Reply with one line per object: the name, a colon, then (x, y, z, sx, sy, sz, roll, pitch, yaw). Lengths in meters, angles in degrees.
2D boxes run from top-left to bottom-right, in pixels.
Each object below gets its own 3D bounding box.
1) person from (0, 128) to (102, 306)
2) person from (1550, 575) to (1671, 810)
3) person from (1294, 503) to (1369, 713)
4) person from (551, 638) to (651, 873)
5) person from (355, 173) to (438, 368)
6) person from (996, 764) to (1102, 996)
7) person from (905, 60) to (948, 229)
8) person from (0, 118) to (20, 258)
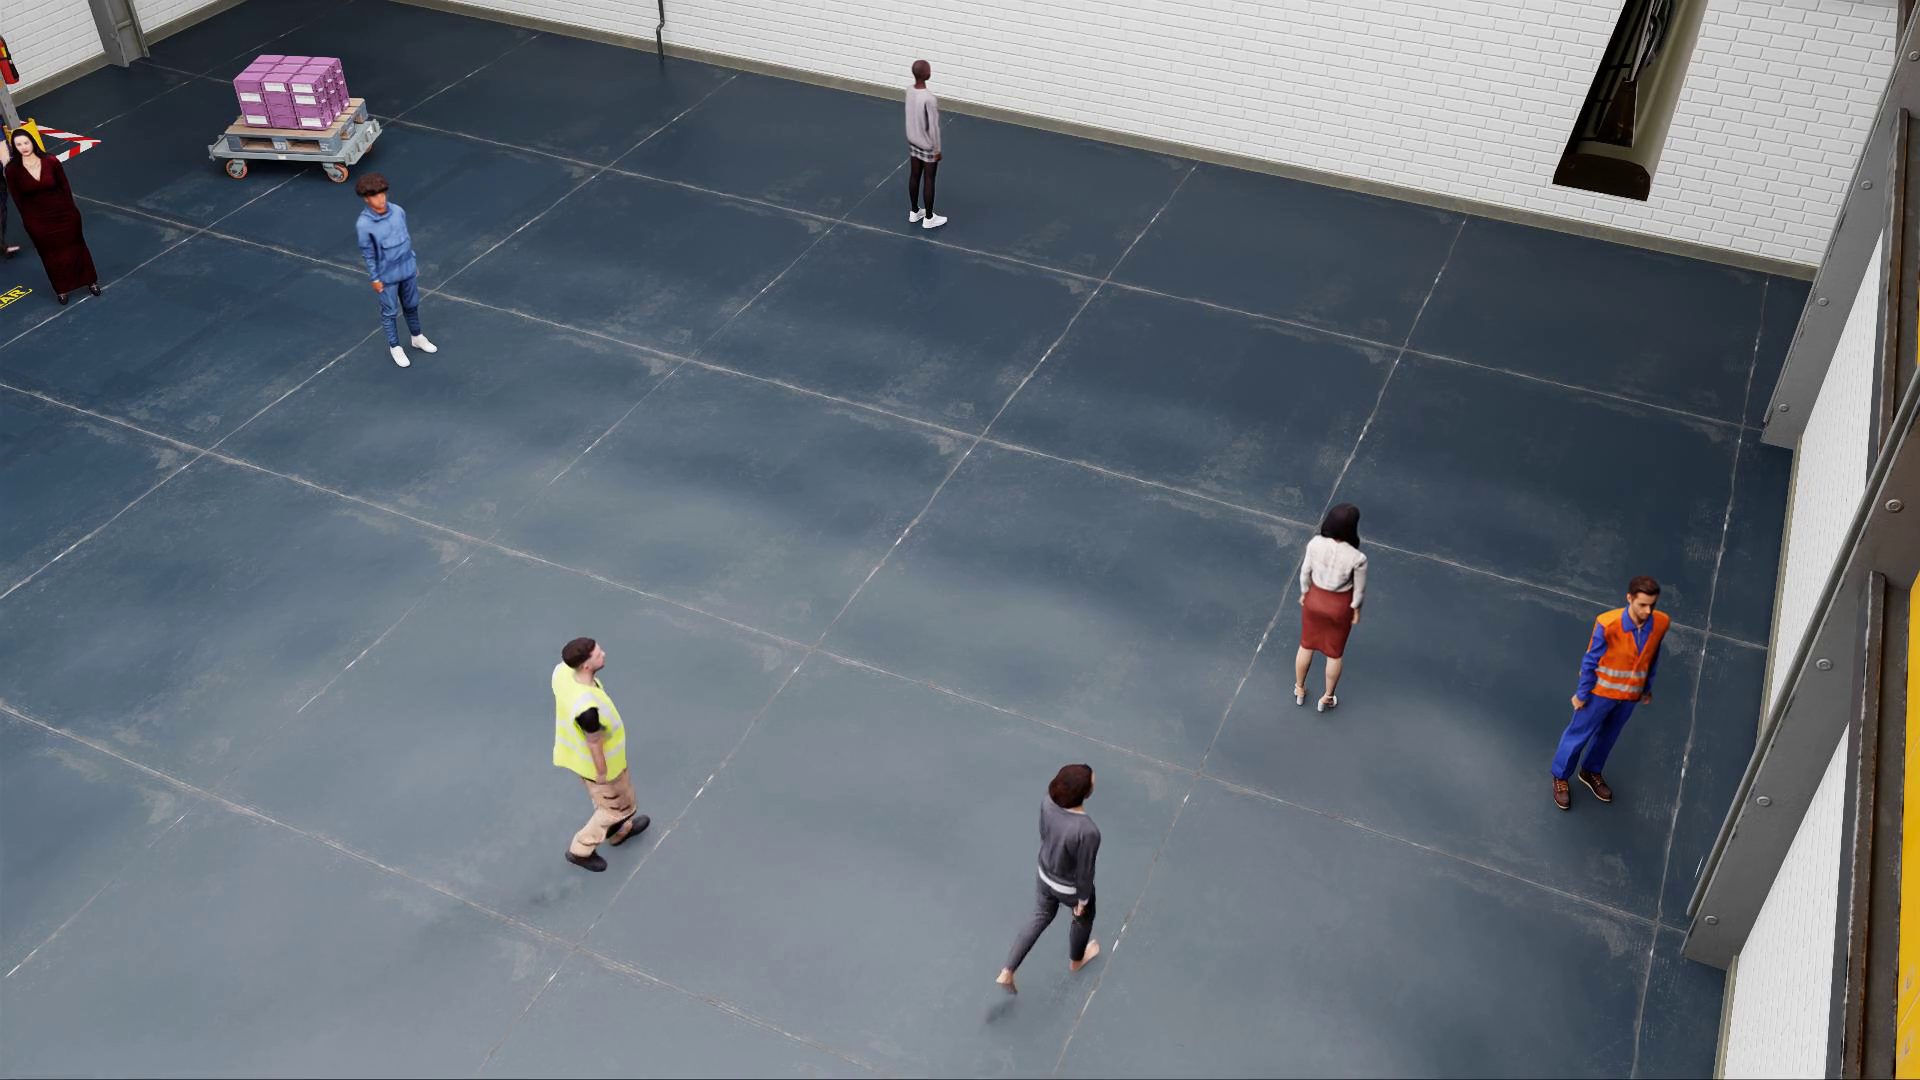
person: (-8.656, -3.087, 15.817, 0.713, 1.758, 0.818, -23, 44, -26)
person: (4.184, 0.956, 10.668, 0.795, 1.864, 0.816, -7, 39, -8)
person: (2.521, 0.468, 11.371, 0.611, 1.750, 0.529, 20, 43, 23)
person: (-2.294, 1.326, 10.230, 1.015, 1.832, 0.923, -23, 44, -26)
person: (-5.117, -2.459, 14.988, 0.786, 1.810, 0.582, 26, 45, 28)
person: (0.536, 1.972, 9.490, 0.799, 1.747, 1.057, 30, 48, 32)
person: (-0.389, -4.063, 17.027, 0.675, 1.771, 0.689, -28, 46, -31)
person: (-9.587, -3.658, 16.488, 0.660, 1.812, 1.162, 16, 41, 19)
